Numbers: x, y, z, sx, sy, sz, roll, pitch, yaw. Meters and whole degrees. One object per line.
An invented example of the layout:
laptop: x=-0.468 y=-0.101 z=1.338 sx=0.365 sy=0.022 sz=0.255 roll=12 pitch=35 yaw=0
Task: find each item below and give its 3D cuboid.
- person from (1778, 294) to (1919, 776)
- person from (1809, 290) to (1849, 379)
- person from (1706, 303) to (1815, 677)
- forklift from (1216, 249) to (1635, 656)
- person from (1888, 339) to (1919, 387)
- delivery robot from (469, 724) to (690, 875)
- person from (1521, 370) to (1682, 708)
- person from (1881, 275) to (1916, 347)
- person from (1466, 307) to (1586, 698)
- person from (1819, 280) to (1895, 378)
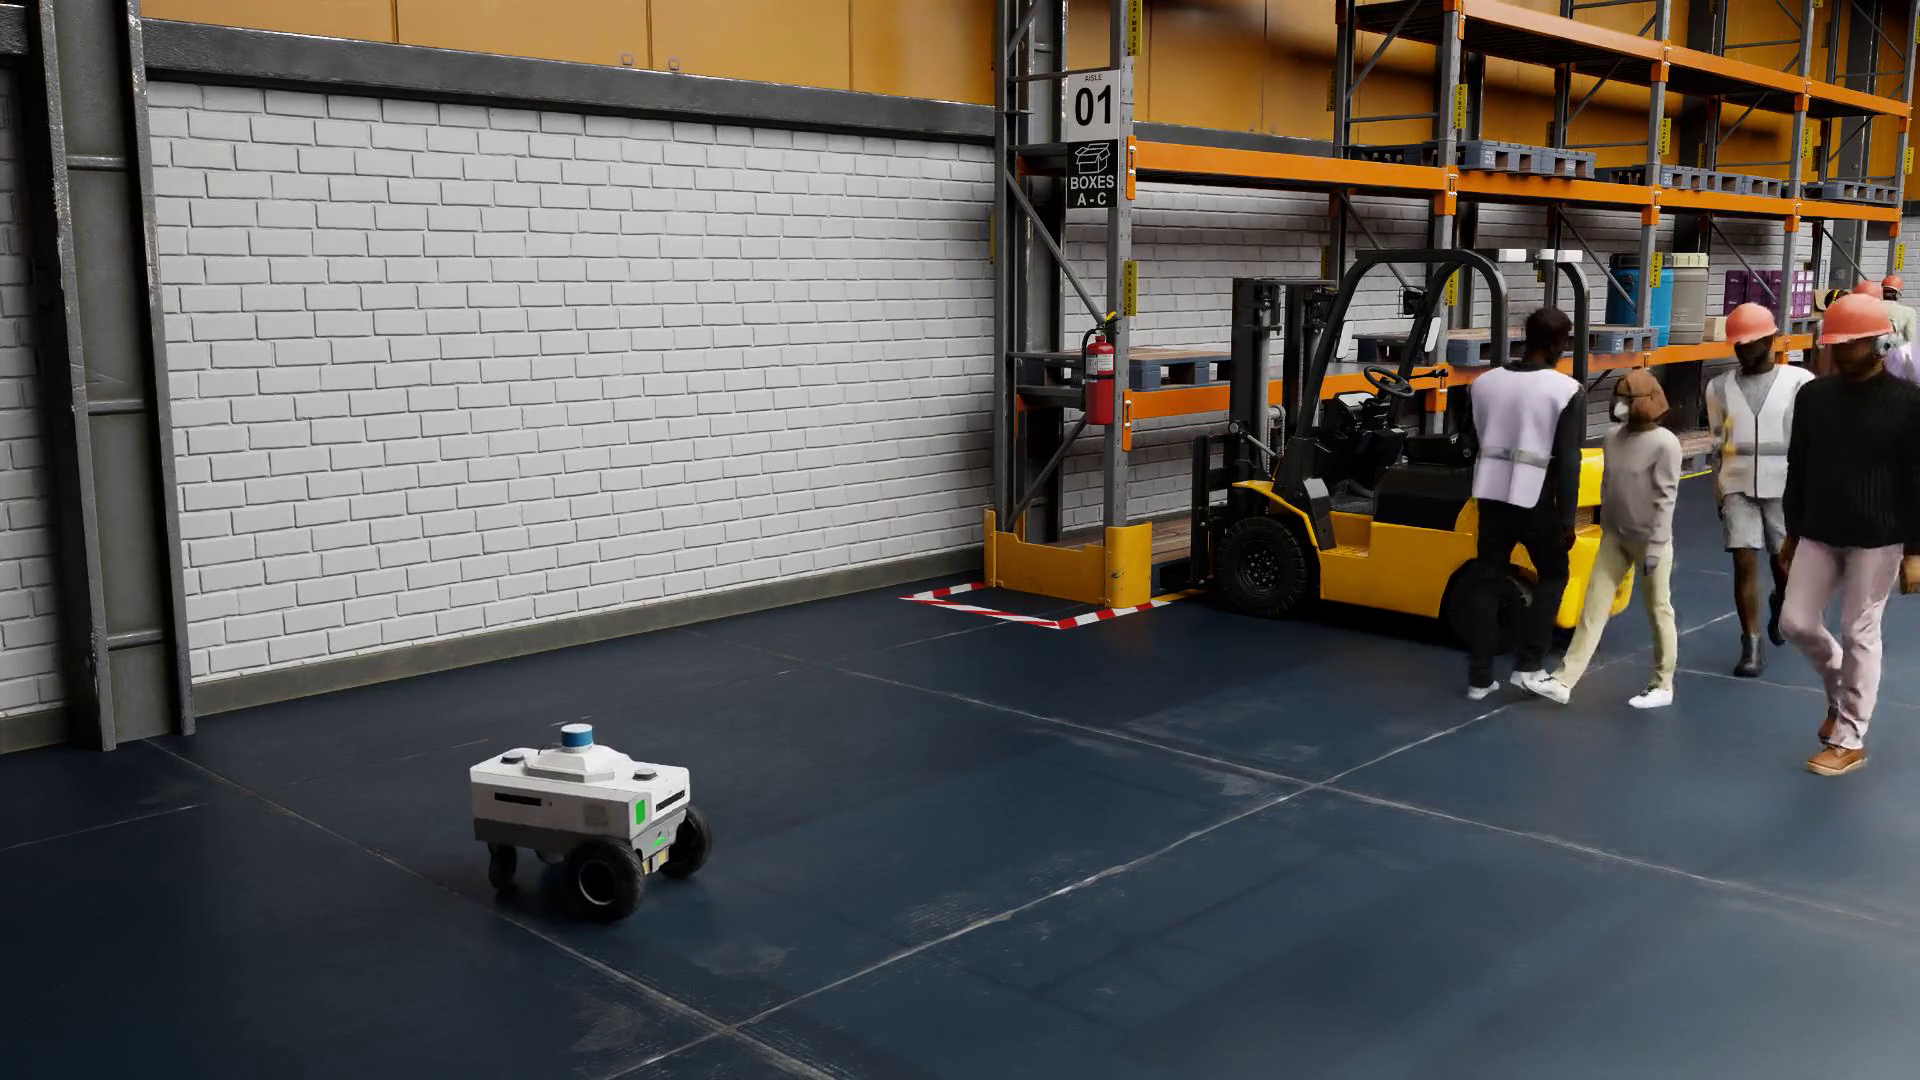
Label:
person: x=3.668 y=-0.014 z=6.813 sx=0.513 sy=1.968 sz=0.629 roll=-5 pitch=11 yaw=-30
person: x=8.944 y=-1.644 z=17.157 sx=0.508 sy=1.860 sz=0.334 roll=-9 pitch=13 yaw=-44
person: x=4.154 y=-0.275 z=8.617 sx=0.581 sy=1.905 sz=0.716 roll=6 pitch=11 yaw=34
forklift: x=2.710 y=-0.584 z=9.626 sx=2.313 sy=2.155 sz=1.214 roll=9 pitch=13 yaw=43
person: x=6.759 y=-0.766 z=11.605 sx=0.592 sy=1.909 sz=0.551 roll=3 pitch=10 yaw=18
delivery robot: x=-1.267 y=0.855 z=5.525 sx=0.707 sy=0.478 sz=0.477 roll=4 pitch=10 yaw=21
person: x=3.048 y=0.017 z=7.730 sx=0.810 sy=1.594 sz=0.518 roll=-4 pitch=10 yaw=-21
person: x=10.853 y=-2.098 z=19.516 sx=0.623 sy=1.992 sz=0.397 roll=7 pitch=11 yaw=36
person: x=2.721 y=-0.162 z=7.997 sx=0.581 sy=1.889 sz=0.604 roll=-9 pitch=13 yaw=-43
person: x=8.237 y=-1.403 z=15.327 sx=0.617 sy=1.968 sz=0.677 roll=8 pitch=12 yaw=39
